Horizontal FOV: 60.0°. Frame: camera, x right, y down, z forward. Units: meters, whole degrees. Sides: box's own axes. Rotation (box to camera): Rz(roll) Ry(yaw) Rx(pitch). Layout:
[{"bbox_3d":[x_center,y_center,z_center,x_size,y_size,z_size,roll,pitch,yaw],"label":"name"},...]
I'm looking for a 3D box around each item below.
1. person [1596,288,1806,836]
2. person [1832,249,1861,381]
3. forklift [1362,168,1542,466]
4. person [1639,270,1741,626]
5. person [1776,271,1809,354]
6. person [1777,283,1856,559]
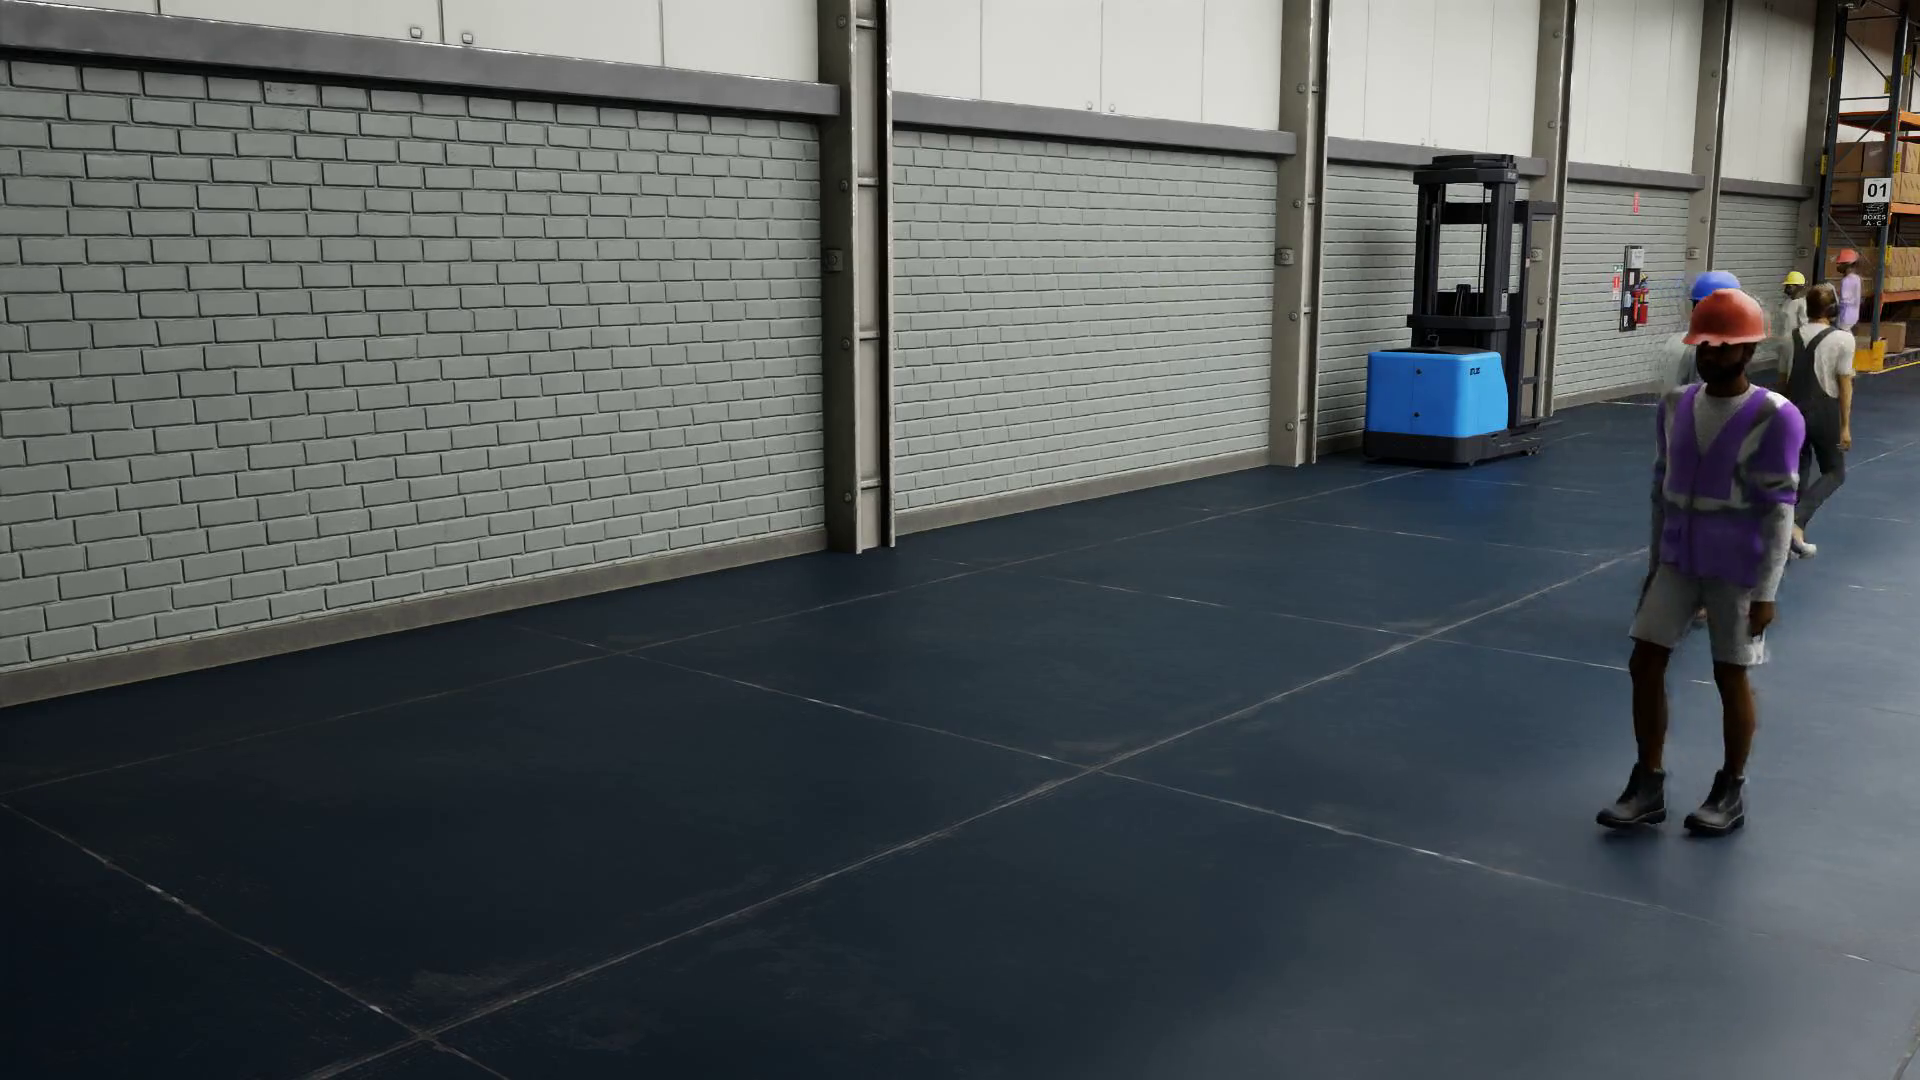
[{"bbox_3d":[2.531,0.103,5.735,0.713,1.911,0.572,-7,12,-33],"label":"person"},{"bbox_3d":[12.812,-3.190,24.148,0.416,2.030,0.643,7,12,35],"label":"person"},{"bbox_3d":[4.875,-2.212,16.287,1.129,2.768,1.873,8,13,40],"label":"forklift"},{"bbox_3d":[3.989,-0.479,8.982,0.439,1.931,0.646,1,10,7],"label":"person"},{"bbox_3d":[10.173,-2.395,20.381,0.312,1.769,0.522,0,10,-2],"label":"person"},{"bbox_3d":[5.608,-0.771,10.948,0.459,1.829,0.539,-6,11,-29],"label":"person"}]
